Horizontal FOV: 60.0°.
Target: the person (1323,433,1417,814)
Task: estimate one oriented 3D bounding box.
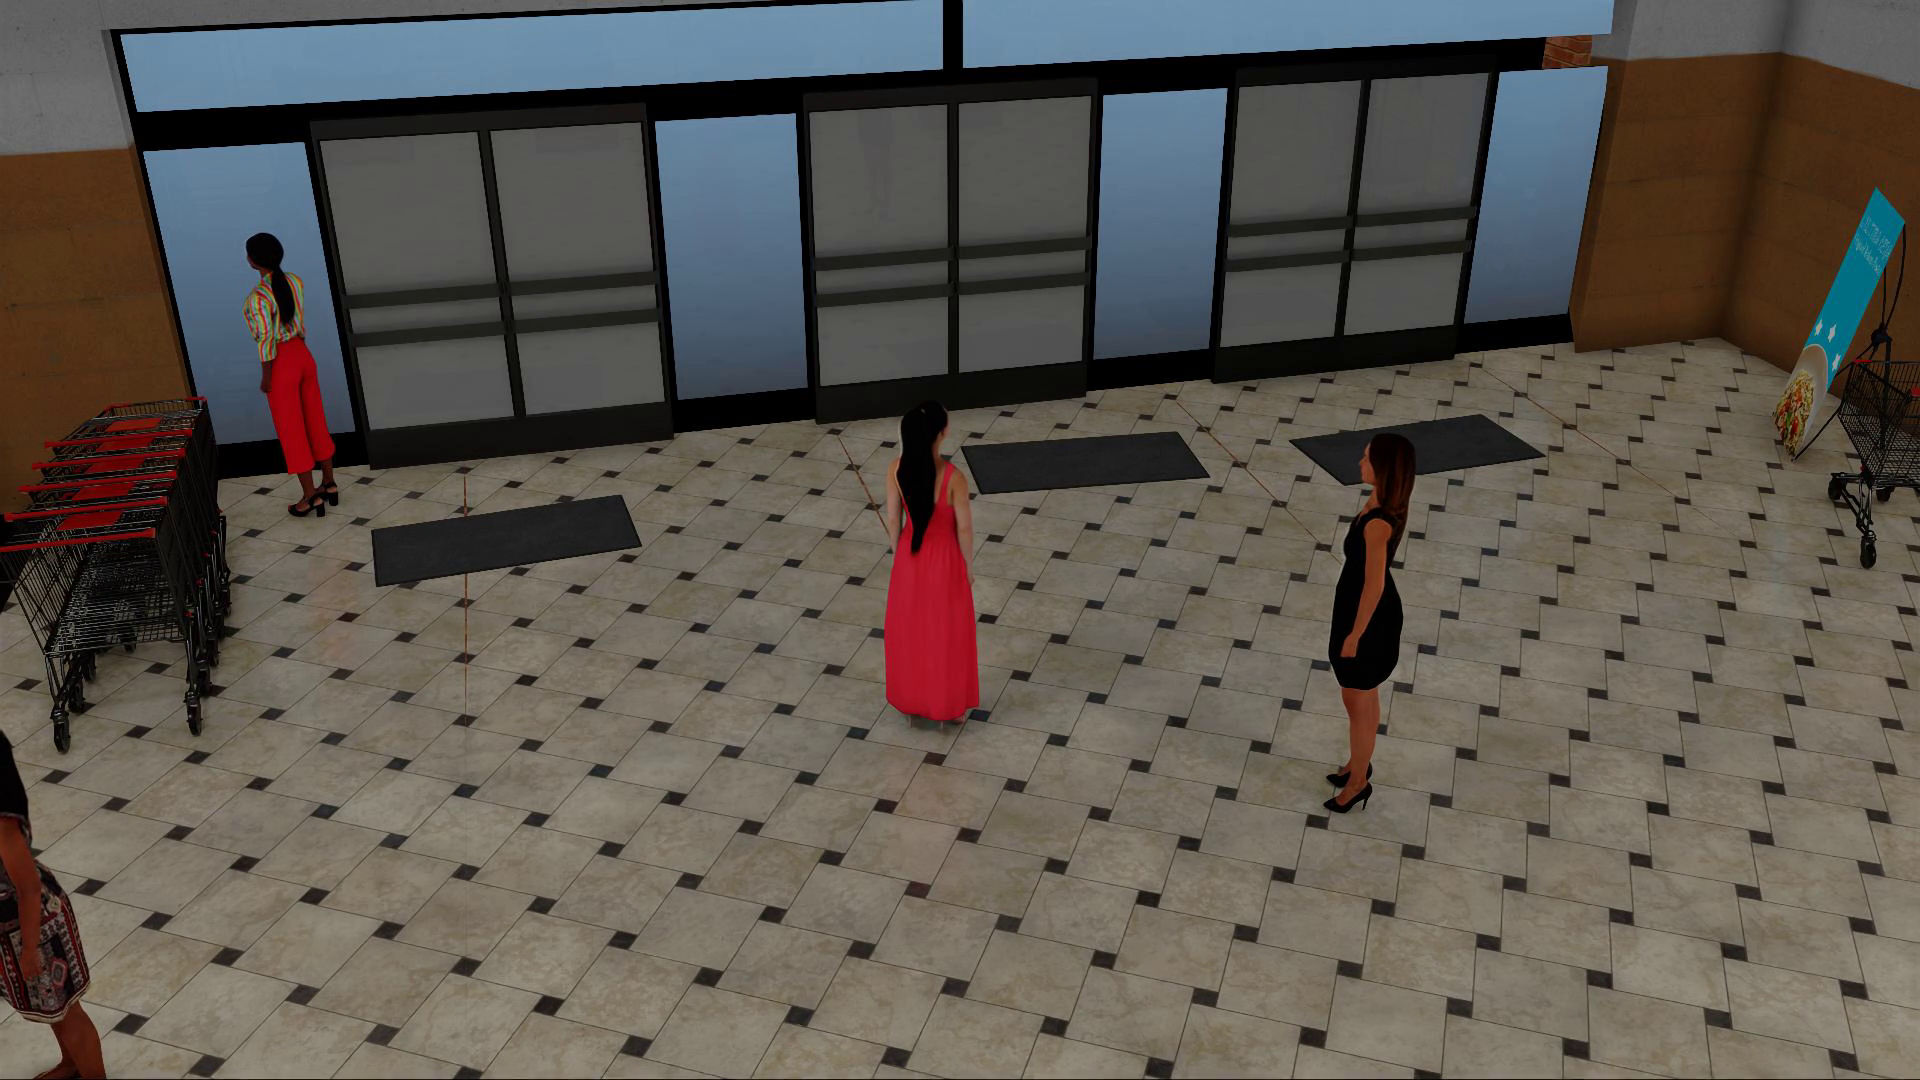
[{"bbox_3d":[1.791,0.385,7.319,0.722,1.835,0.627,8,28,16],"label":"person"}]

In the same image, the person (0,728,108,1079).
[{"bbox_3d":[-3.215,1.303,5.718,0.784,1.645,0.642,-23,35,-37],"label":"person"}]

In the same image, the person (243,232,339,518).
[{"bbox_3d":[-4.064,-0.994,10.085,0.742,1.793,0.638,8,28,15],"label":"person"}]

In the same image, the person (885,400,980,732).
[{"bbox_3d":[-0.143,0.139,7.923,0.713,1.727,0.748,10,28,19],"label":"person"}]
